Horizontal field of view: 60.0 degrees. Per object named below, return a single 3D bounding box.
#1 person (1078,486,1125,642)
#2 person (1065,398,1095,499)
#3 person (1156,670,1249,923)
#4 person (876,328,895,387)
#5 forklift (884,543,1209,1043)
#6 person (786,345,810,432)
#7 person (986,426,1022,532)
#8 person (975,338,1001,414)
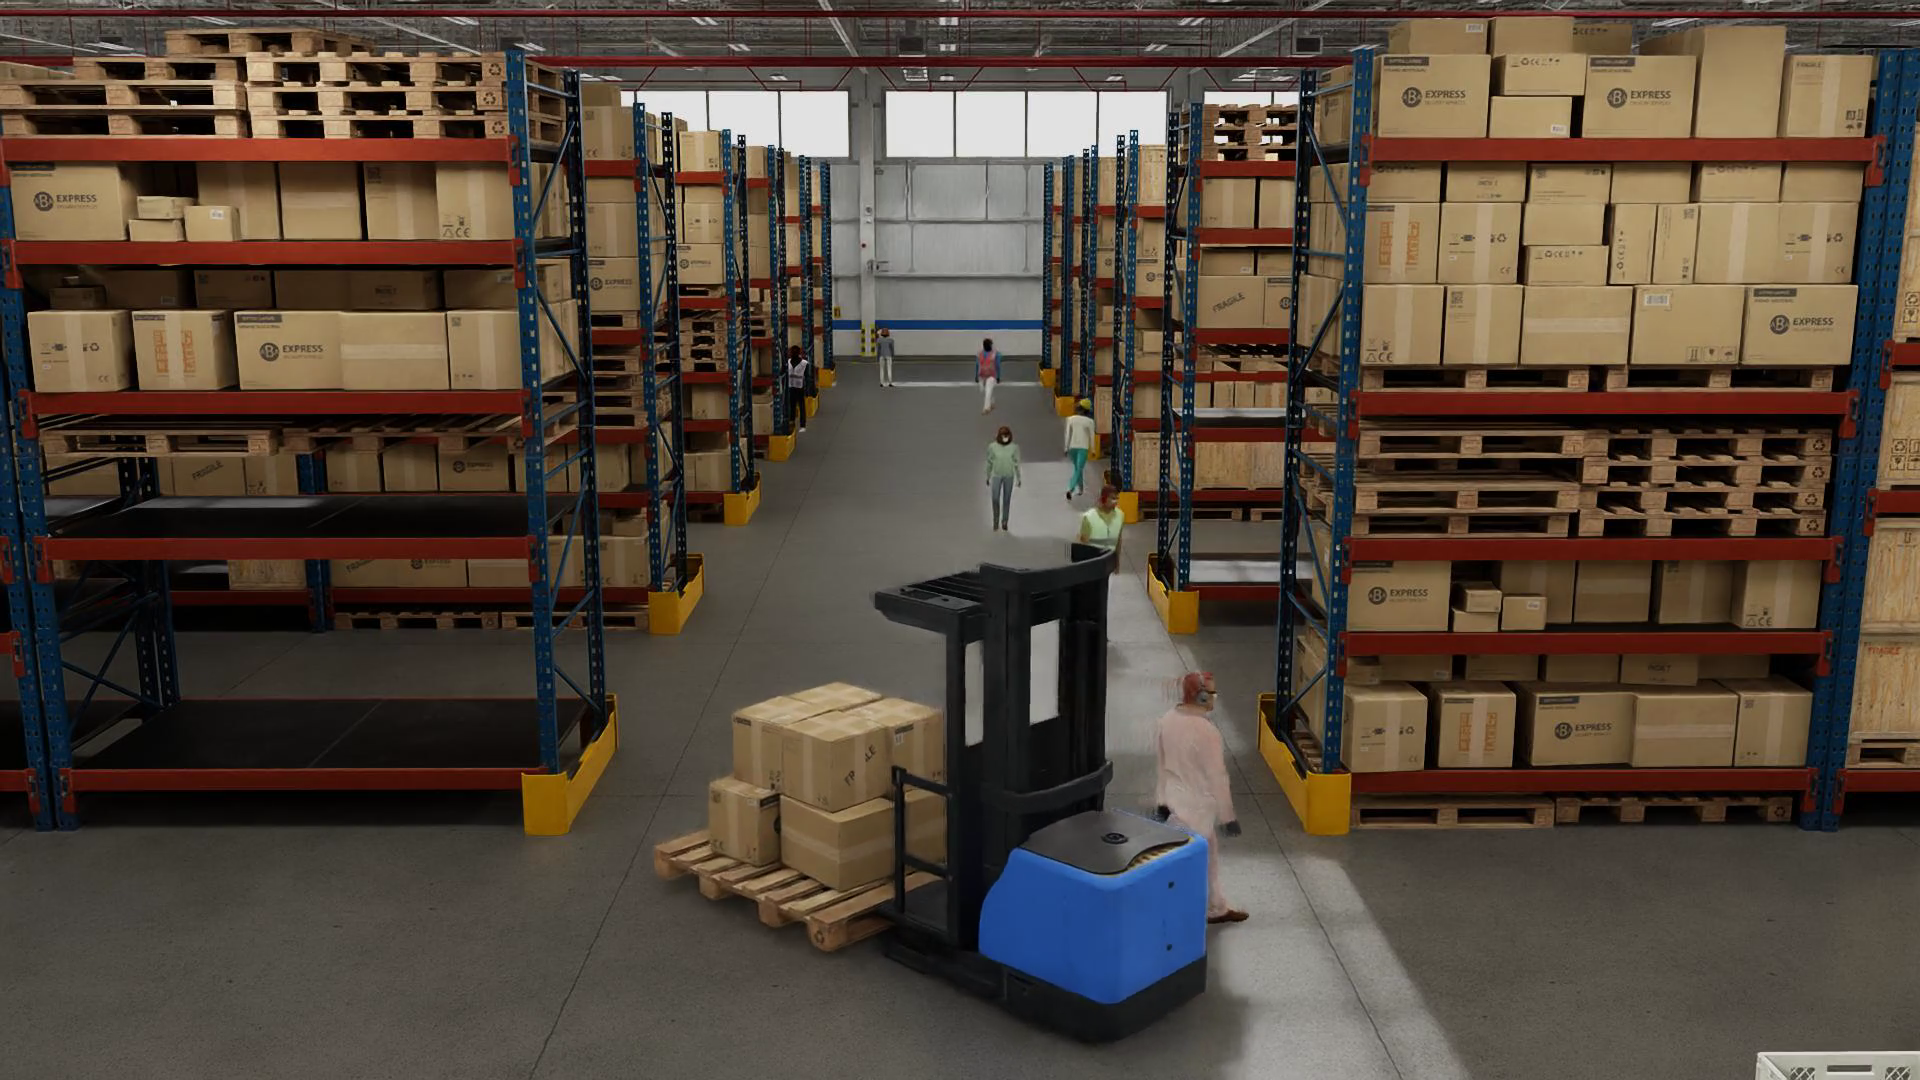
[{"bbox_3d":[1.517,0.238,19.236,0.681,1.796,0.739,-7,13,-31],"label":"person"},{"bbox_3d":[2.025,-1.565,28.351,0.529,1.711,0.869,7,13,31],"label":"person"},{"bbox_3d":[1.539,1.801,11.314,0.967,1.869,0.653,-3,12,-16],"label":"person"},{"bbox_3d":[-2.042,-5.001,45.591,0.500,1.633,0.280,0,11,2],"label":"person"},{"bbox_3d":[0.560,1.455,10.486,1.873,2.768,1.129,11,16,43],"label":"forklift"},{"bbox_3d":[-3.588,-3.328,36.585,0.587,1.920,0.391,4,12,20],"label":"person"},{"bbox_3d":[0.681,-0.923,25.386,0.530,1.614,0.599,-1,11,-3],"label":"person"},{"bbox_3d":[0.684,-3.945,39.899,0.636,1.819,0.782,6,13,27],"label":"person"}]
